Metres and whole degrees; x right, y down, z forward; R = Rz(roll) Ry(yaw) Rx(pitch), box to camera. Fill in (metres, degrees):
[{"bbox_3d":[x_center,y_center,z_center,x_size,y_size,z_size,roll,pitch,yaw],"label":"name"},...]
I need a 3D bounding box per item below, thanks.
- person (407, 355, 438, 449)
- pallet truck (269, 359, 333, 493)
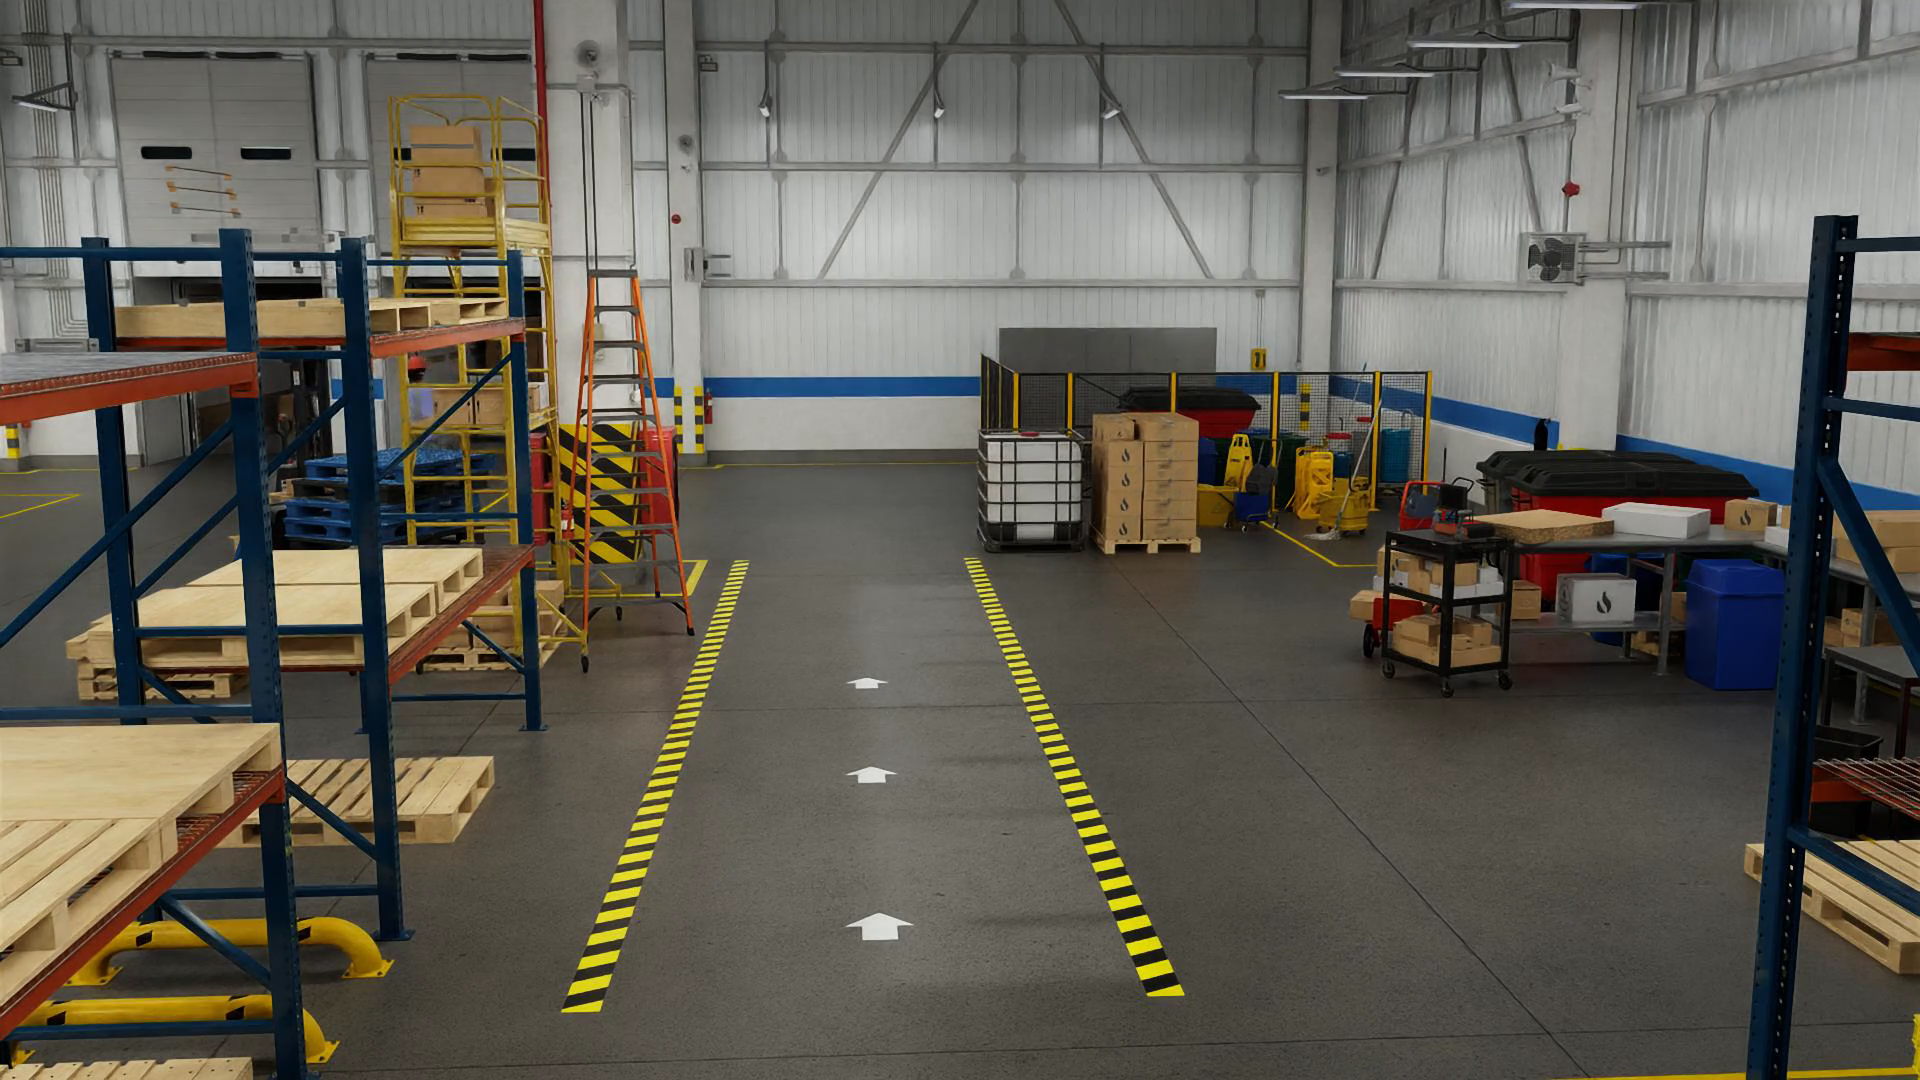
[{"bbox_3d":[-6.484,-1.271,20.135,0.534,1.923,0.551,5,10,27],"label":"person"},{"bbox_3d":[-7.062,-1.131,18.996,1.885,1.965,0.823,2,9,13],"label":"pallet truck"}]
